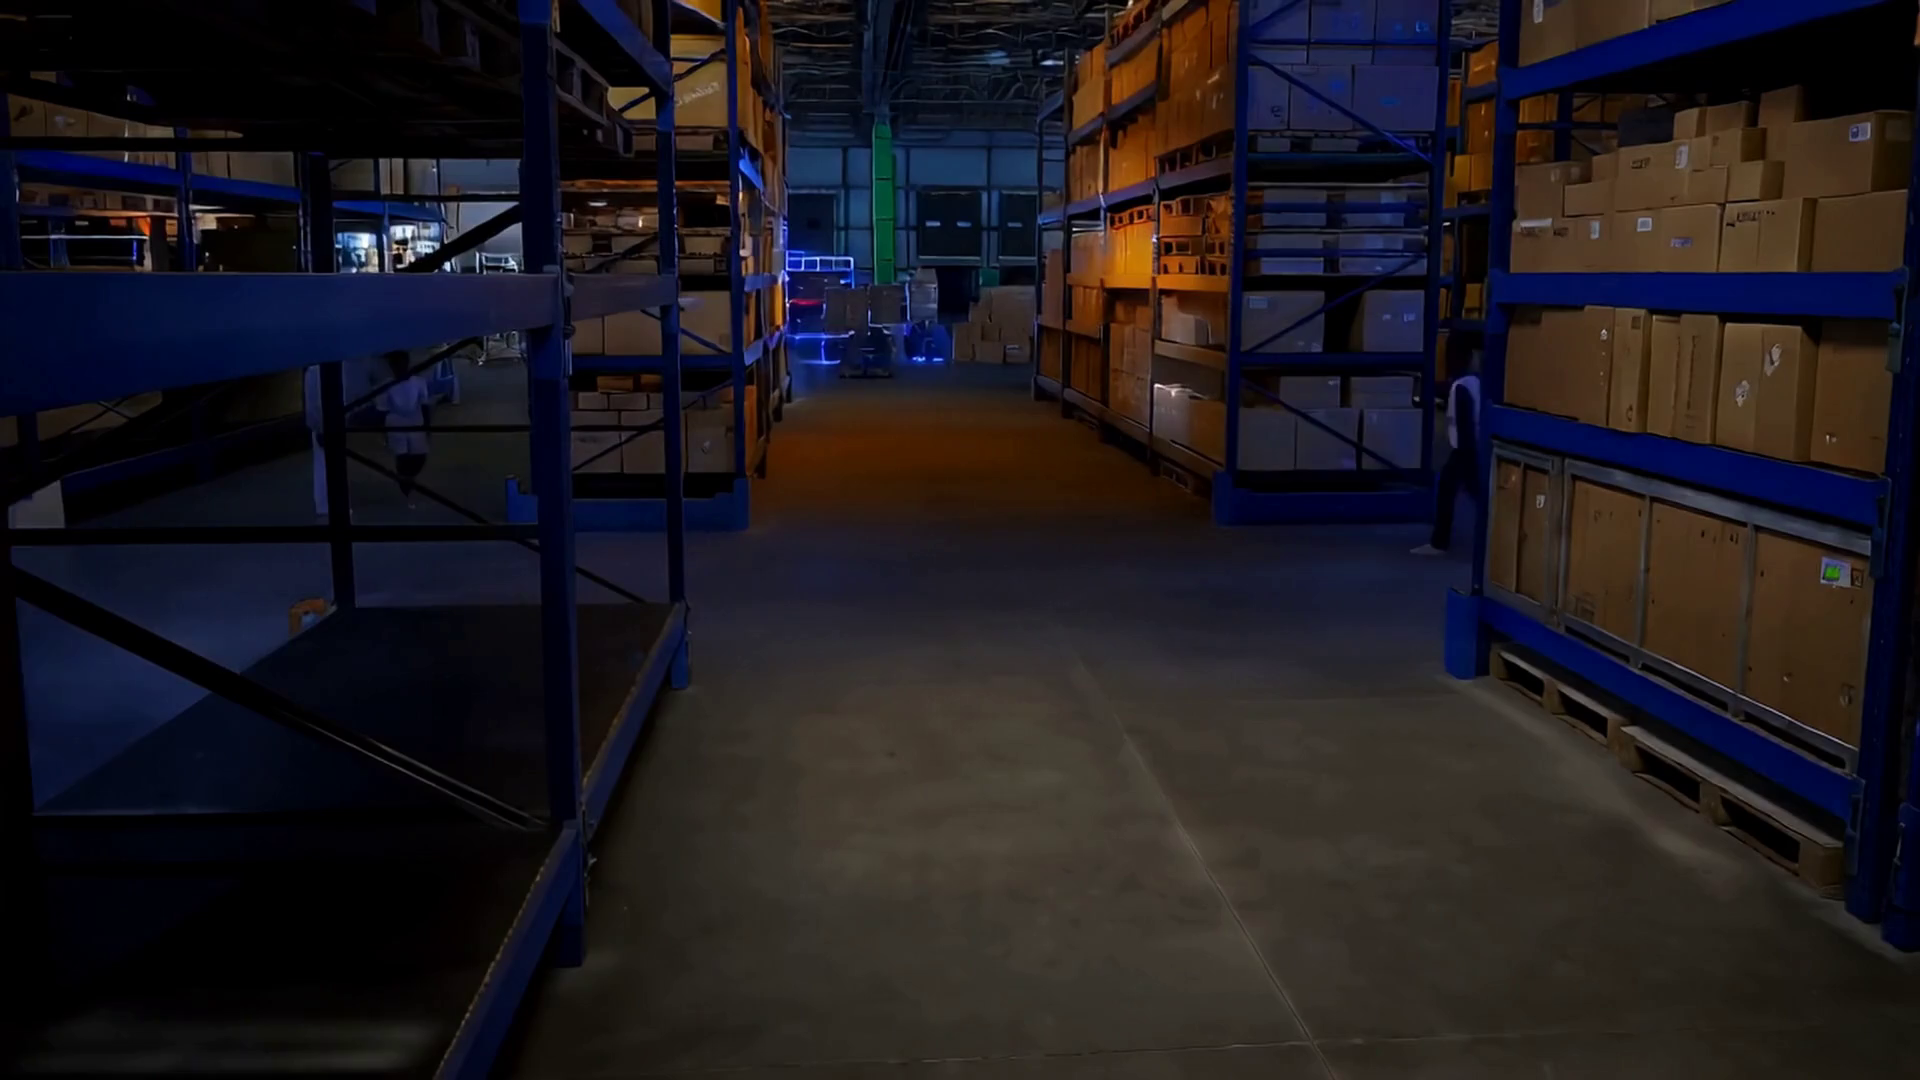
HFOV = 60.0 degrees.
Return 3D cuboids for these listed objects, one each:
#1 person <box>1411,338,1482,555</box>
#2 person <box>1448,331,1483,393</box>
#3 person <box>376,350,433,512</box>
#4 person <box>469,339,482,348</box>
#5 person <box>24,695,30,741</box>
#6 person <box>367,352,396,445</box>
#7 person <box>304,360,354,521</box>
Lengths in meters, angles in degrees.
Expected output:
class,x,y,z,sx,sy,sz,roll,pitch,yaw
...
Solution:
class,x,y,z,sx,sy,sz,roll,pitch,yaw
person,4.393,-0.779,14.179,0.908,1.885,0.597,3,10,21
person,7.467,-2.269,24.410,0.520,1.597,0.858,-1,9,-5
person,-5.716,-1.142,17.060,0.539,1.675,0.550,-6,11,-35
person,-15.960,-7.274,54.814,0.393,1.920,0.587,-8,12,-39
person,-4.931,0.324,8.117,0.528,1.581,0.856,2,9,14
person,-8.152,-2.205,23.716,0.545,1.679,0.553,-1,9,-9
person,-6.173,-1.097,16.332,0.431,1.830,0.648,0,9,3
